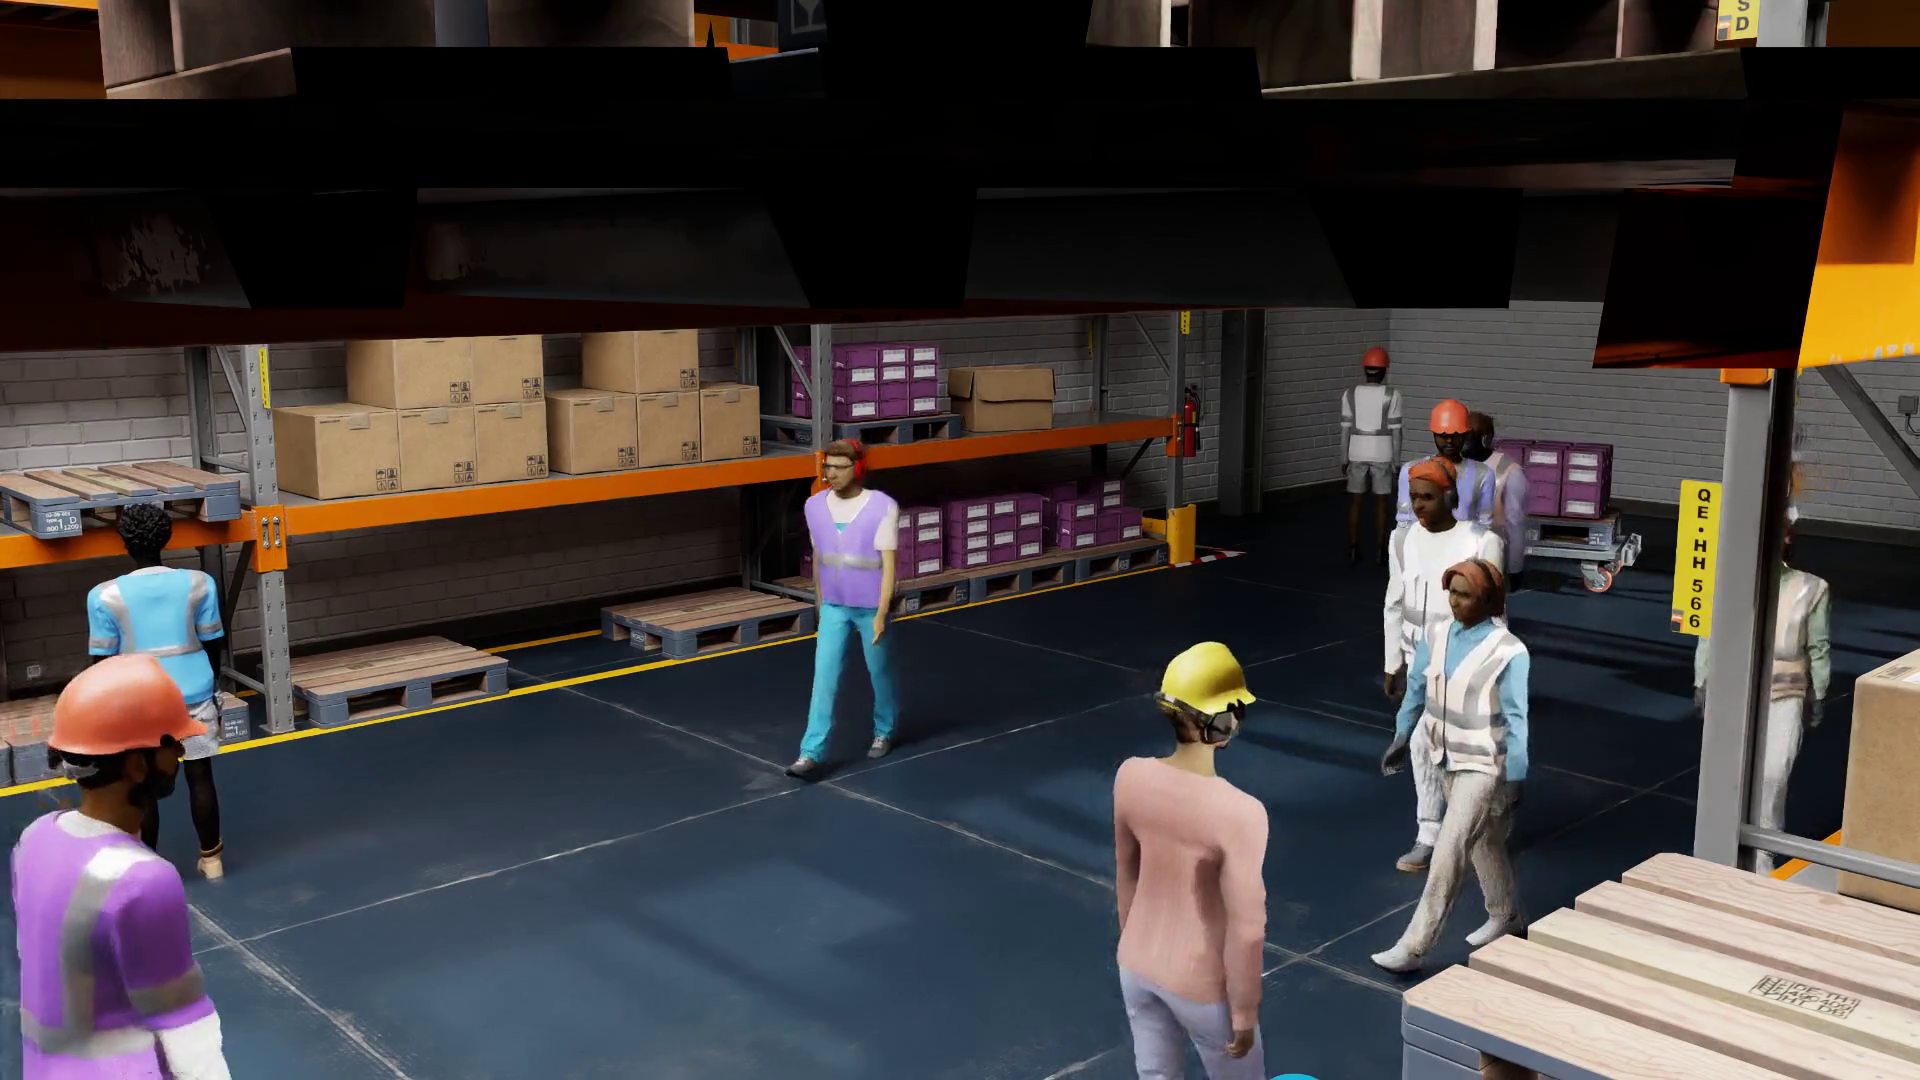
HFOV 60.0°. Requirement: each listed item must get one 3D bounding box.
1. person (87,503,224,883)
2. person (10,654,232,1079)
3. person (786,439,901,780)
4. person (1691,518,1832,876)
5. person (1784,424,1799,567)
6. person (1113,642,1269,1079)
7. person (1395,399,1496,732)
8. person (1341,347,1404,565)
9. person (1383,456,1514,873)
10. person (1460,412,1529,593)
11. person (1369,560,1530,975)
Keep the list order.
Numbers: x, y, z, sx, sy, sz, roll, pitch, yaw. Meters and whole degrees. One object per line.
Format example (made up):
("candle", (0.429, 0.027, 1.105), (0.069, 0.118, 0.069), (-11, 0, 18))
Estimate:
("person", (-3.438, 0.684, 7.162), (0.534, 1.694, 0.320), (-7, 12, -34))
("person", (-1.711, 1.186, 3.546), (0.698, 1.914, 0.551), (-9, 14, -44))
("person", (-0.581, 0.359, 8.793), (0.582, 1.787, 1.006), (4, 10, 22))
("person", (3.496, 0.695, 7.310), (0.542, 1.617, 0.588), (8, 12, 38))
("person", (6.159, -0.328, 12.676), (0.856, 1.841, 0.516), (-3, 10, -18))
("person", (0.577, 1.132, 4.332), (0.409, 1.758, 0.523), (-9, 13, -41))
("person", (2.751, 0.165, 9.478), (0.543, 1.938, 0.356), (2, 10, 10))
("person", (3.676, -0.750, 14.835), (0.551, 1.935, 0.372), (5, 11, 27))
("person", (2.196, 0.552, 7.416), (0.538, 1.869, 0.610), (-7, 12, -37))
("person", (3.039, 0.127, 10.119), (0.921, 1.791, 0.641), (-7, 12, -36))
("person", (1.915, 0.859, 6.408), (0.853, 1.591, 0.526), (-4, 11, -24))
